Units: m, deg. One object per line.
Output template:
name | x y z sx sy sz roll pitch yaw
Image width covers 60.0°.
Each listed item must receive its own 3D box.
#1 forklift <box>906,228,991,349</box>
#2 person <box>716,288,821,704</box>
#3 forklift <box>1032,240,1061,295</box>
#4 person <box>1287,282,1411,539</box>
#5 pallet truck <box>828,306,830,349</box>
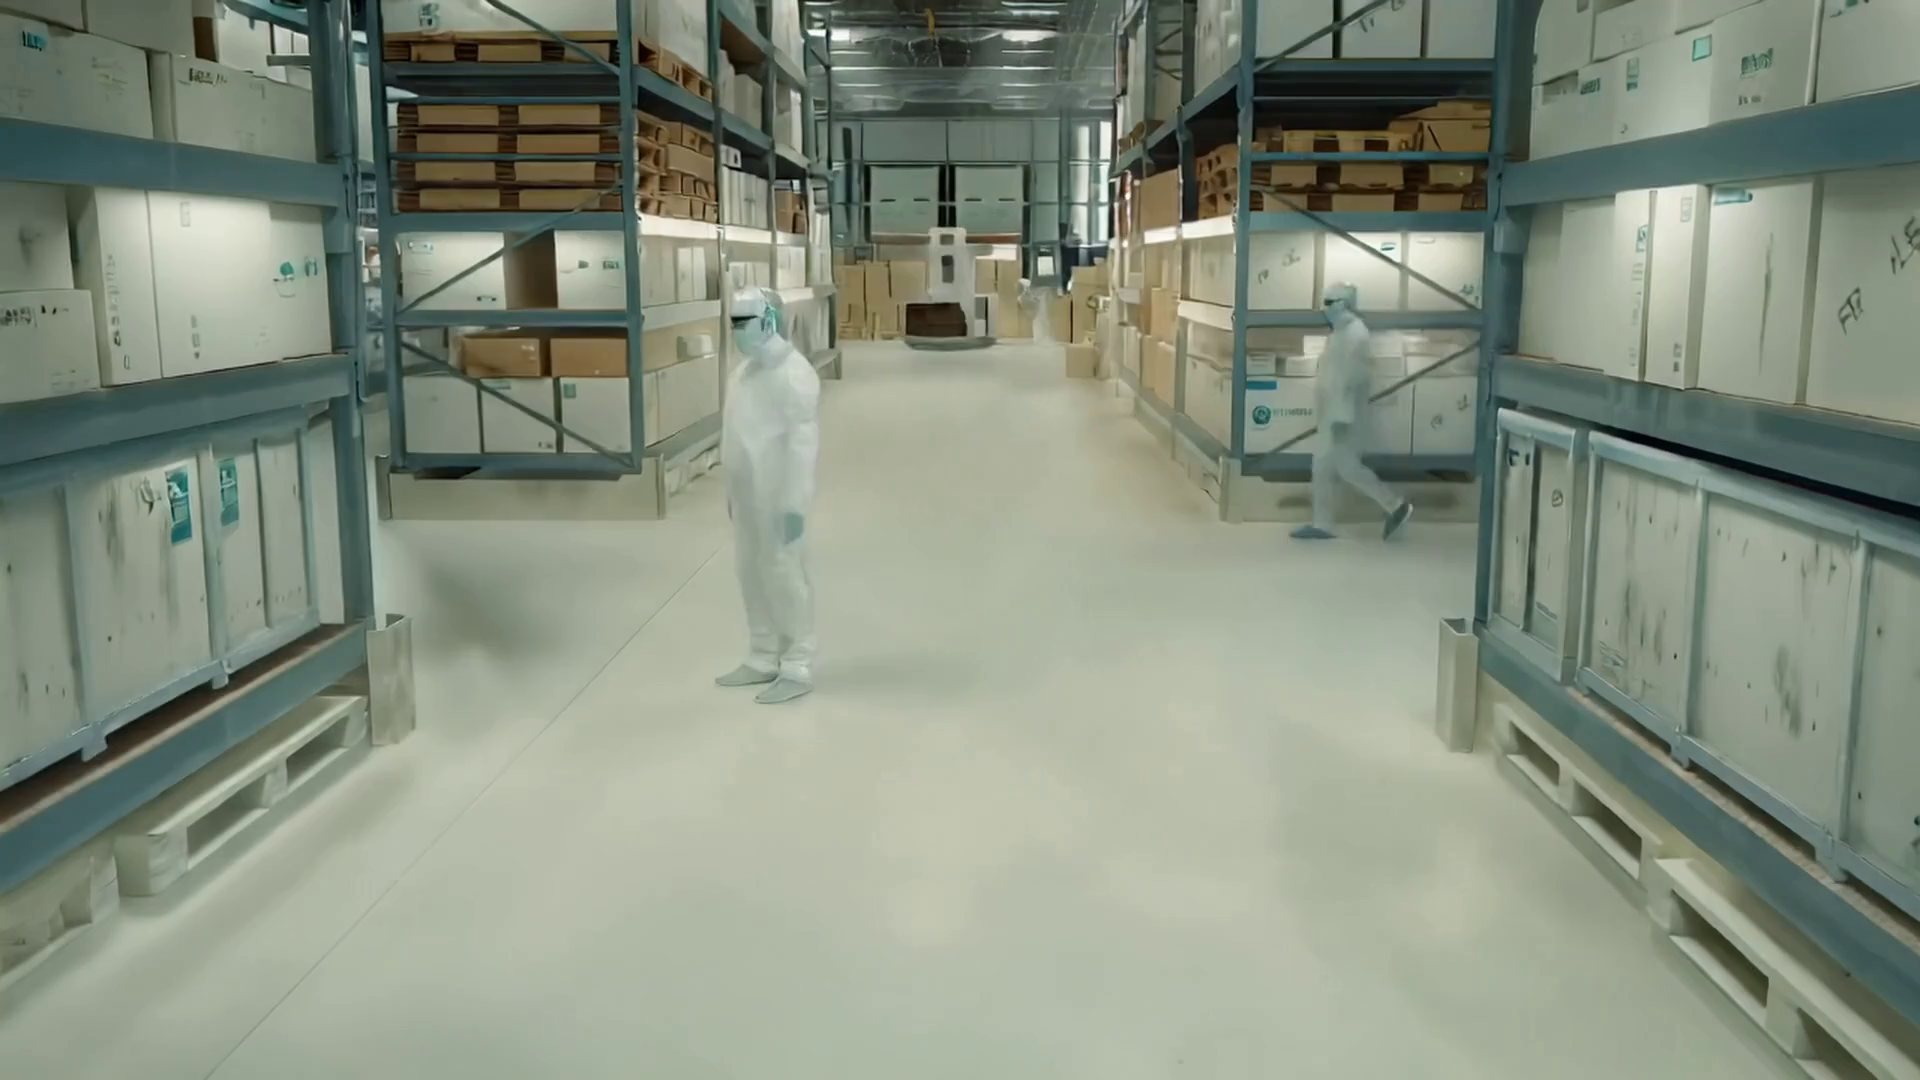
forklift | -0.301 -5.918 39.014 1.129 2.768 1.873 8 12 40
person | -0.914 -0.207 7.713 0.403 1.906 0.651 -7 12 -36
forklift | 3.176 -9.648 61.353 1.129 2.768 1.873 0 9 1
person | 2.835 -0.912 12.009 0.774 1.890 0.639 0 9 3
pallet truck | -3.100 -3.940 29.800 1.885 1.965 0.823 3 10 19
